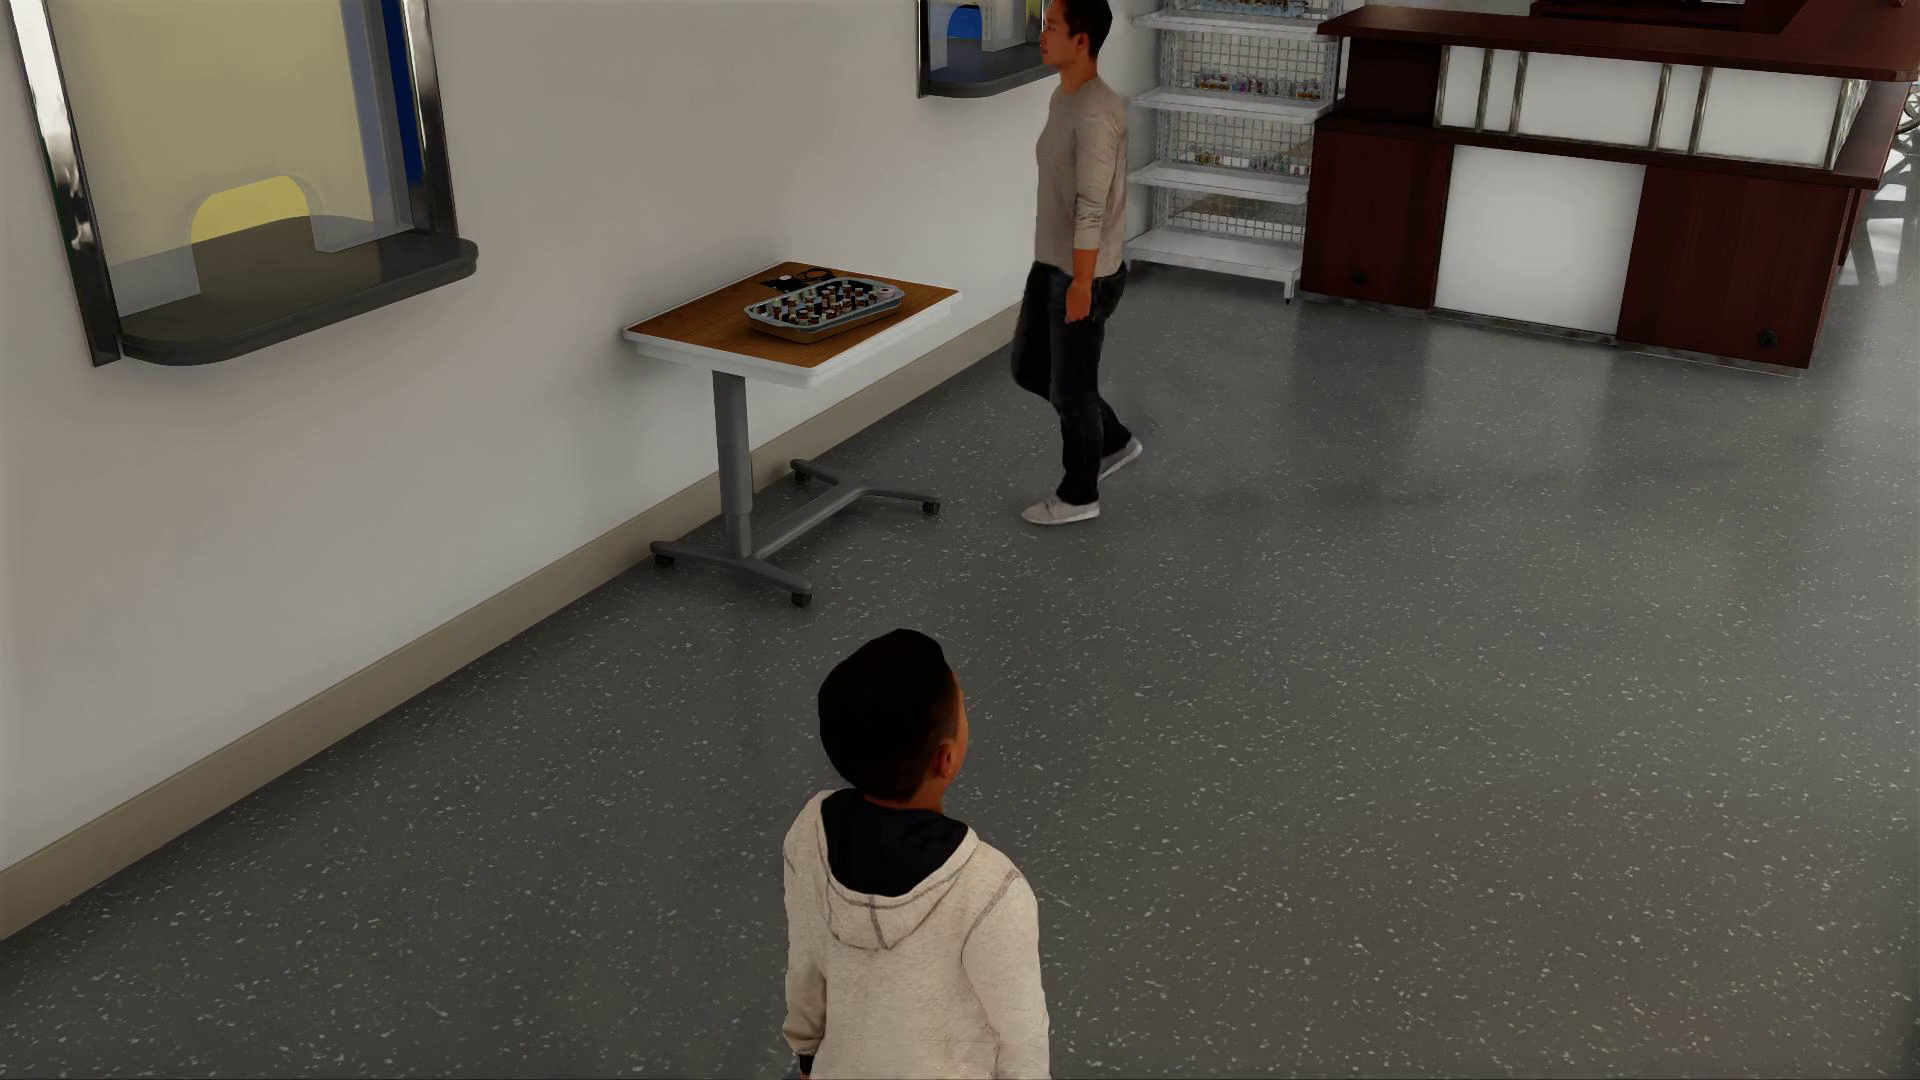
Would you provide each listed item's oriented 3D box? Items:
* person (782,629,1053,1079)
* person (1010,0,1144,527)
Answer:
[{"bbox_3d":[-0.103,0.829,2.342,0.863,1.439,0.747,20,32,36],"label":"person"},{"bbox_3d":[0.473,-0.894,5.498,0.881,1.800,0.821,-7,27,-13],"label":"person"}]
